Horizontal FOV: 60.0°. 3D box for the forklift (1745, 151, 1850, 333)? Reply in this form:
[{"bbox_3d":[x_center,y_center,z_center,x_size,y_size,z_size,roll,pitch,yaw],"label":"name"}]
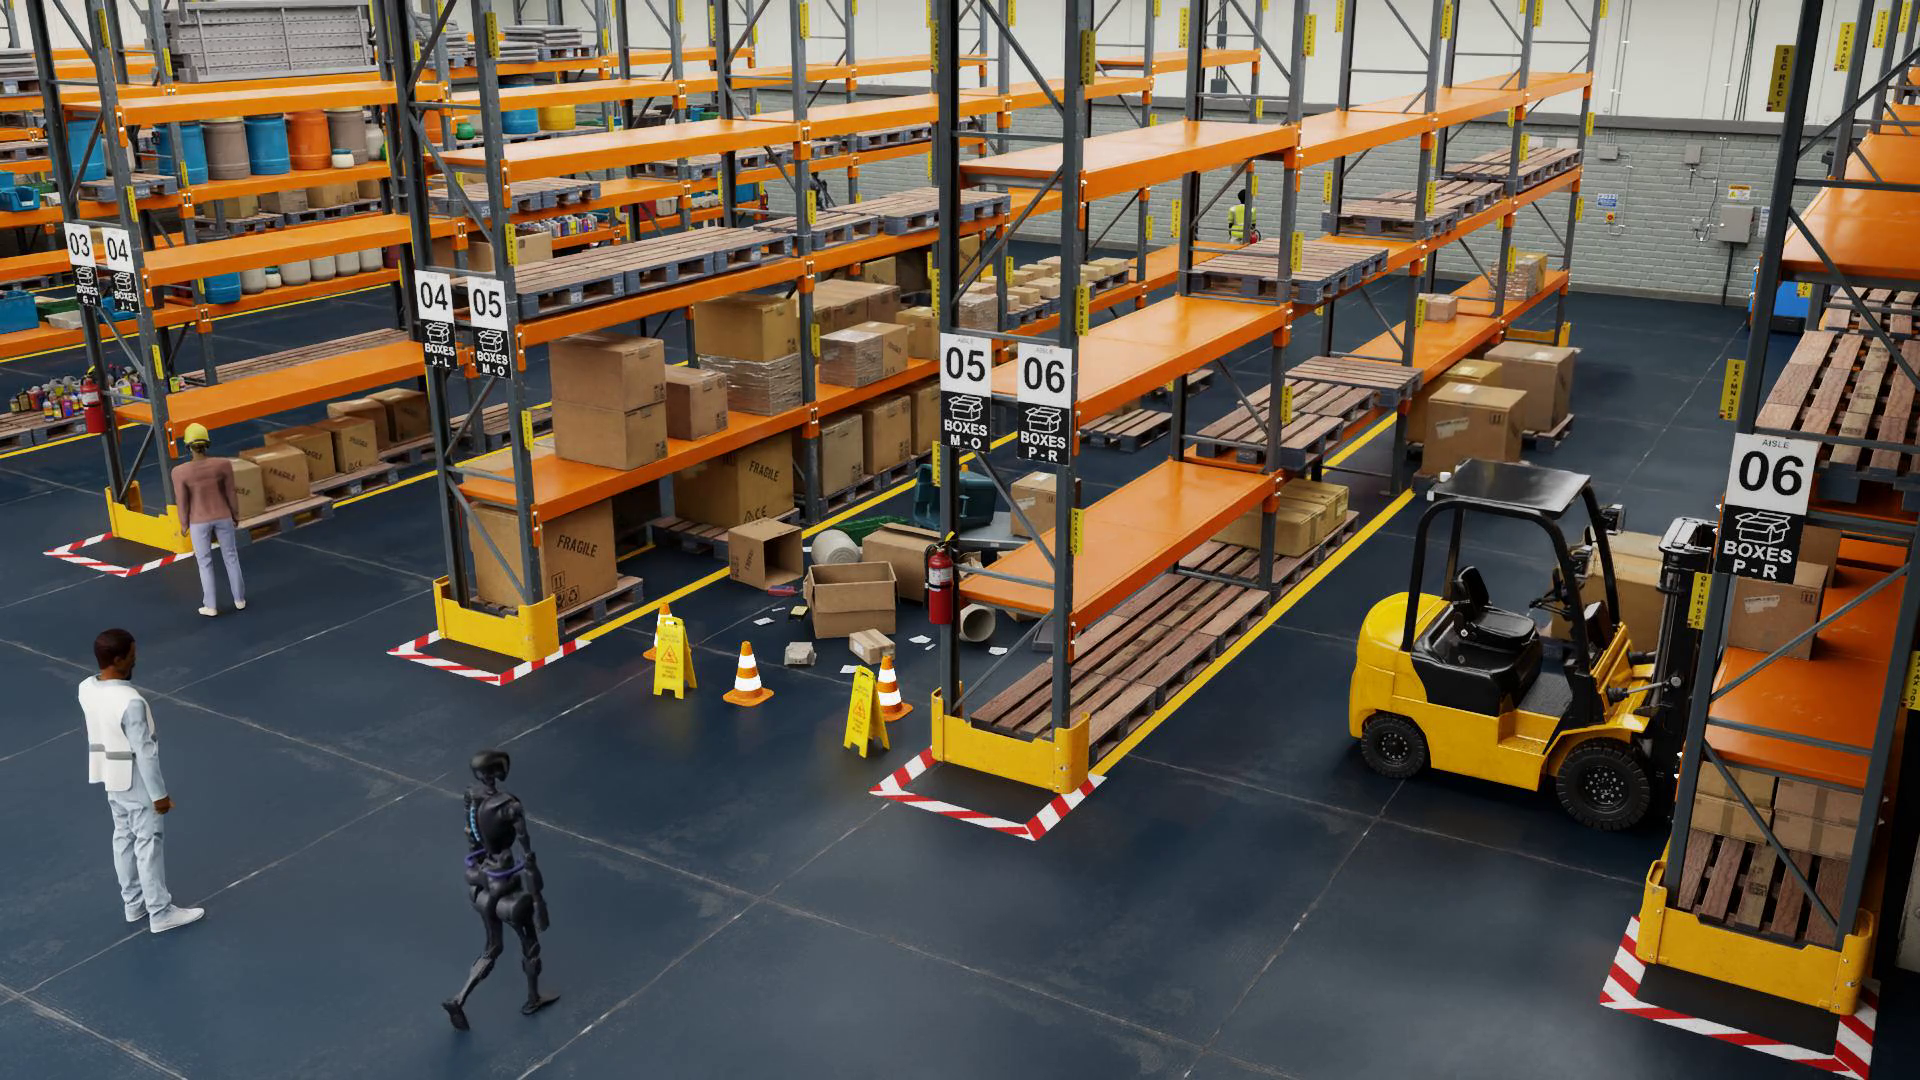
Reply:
[{"bbox_3d":[13.620,-4.667,26.137,1.873,2.768,1.129,11,22,29],"label":"forklift"}]

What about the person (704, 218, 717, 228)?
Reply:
[{"bbox_3d":[-5.240,-7.062,34.864,0.488,1.688,0.350,-6,20,-17],"label":"person"}]

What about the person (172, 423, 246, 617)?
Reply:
[{"bbox_3d":[-6.702,-0.180,14.845,0.524,1.768,0.313,-16,25,-38],"label":"person"}]

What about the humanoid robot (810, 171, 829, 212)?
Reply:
[{"bbox_3d":[-2.980,-6.919,34.551,0.608,1.619,0.796,-10,21,-26],"label":"humanoid robot"}]

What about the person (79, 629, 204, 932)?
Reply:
[{"bbox_3d":[-4.953,1.439,9.940,0.590,1.915,0.393,13,23,32],"label":"person"}]

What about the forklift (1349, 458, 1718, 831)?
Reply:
[{"bbox_3d":[3.988,0.658,11.776,2.313,2.155,1.214,11,22,29],"label":"forklift"}]

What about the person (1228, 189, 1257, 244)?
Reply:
[{"bbox_3d":[5.190,-5.599,30.615,0.535,1.696,0.318,6,20,16],"label":"person"}]

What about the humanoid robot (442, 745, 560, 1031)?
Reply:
[{"bbox_3d":[-2.531,1.890,9.016,0.590,1.635,0.643,13,23,34],"label":"humanoid robot"}]
